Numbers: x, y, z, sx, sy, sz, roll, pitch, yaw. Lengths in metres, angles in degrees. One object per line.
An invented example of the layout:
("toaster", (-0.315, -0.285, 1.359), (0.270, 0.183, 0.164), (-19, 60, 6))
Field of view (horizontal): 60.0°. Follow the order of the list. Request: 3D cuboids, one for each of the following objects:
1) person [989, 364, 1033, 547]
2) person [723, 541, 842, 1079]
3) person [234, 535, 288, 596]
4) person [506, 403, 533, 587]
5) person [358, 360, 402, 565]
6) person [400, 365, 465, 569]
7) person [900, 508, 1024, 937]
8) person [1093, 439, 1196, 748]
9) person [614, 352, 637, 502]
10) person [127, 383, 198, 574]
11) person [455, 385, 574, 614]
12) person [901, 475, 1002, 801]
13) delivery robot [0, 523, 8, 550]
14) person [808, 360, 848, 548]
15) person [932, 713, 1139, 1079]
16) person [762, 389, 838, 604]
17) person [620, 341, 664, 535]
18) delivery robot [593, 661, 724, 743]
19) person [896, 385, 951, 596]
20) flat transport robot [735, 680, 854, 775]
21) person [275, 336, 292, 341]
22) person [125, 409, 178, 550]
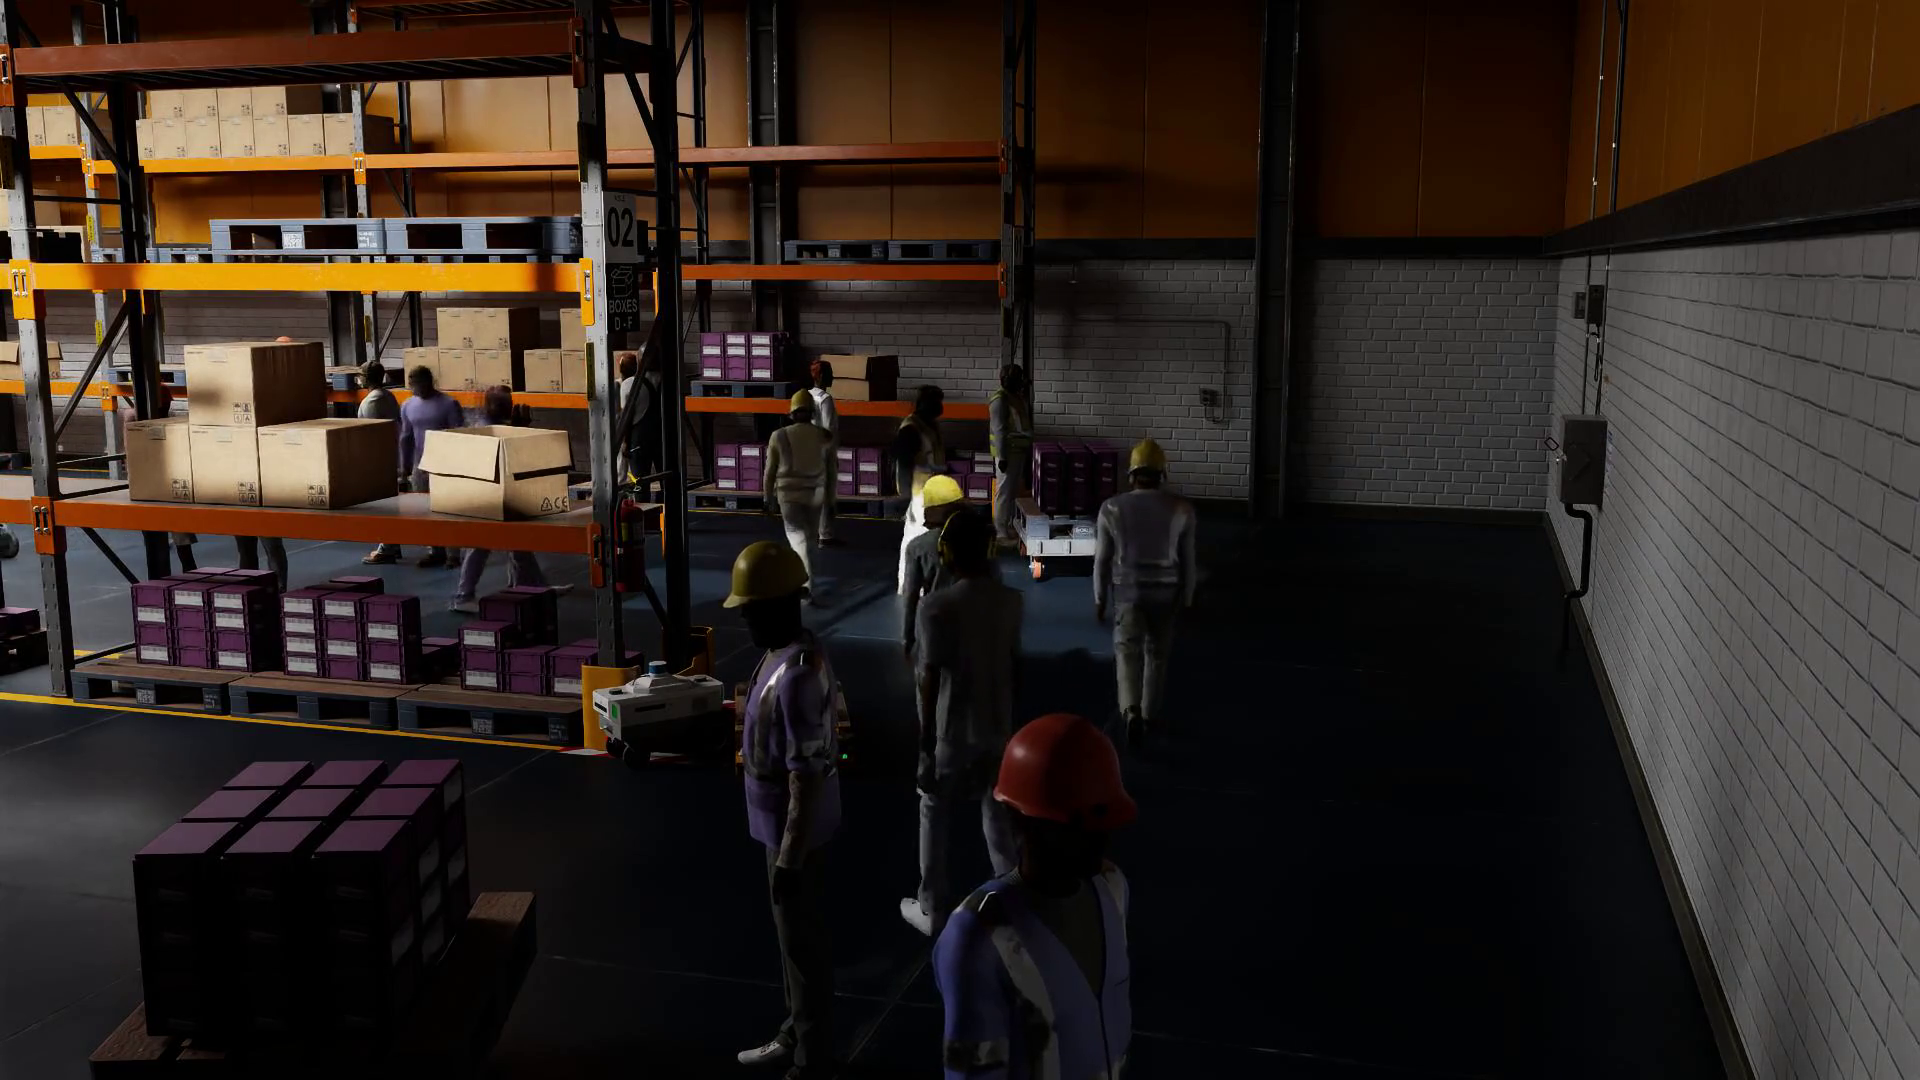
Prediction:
("person", (0.521, -0.858, 16.810), (0.429, 1.842, 0.633), (3, 10, 18))
("person", (-0.587, 0.948, 5.574), (0.375, 1.919, 0.584), (-2, 9, -11))
("person", (-5.642, -0.332, 13.311), (0.627, 1.940, 0.375), (2, 10, 12))
("person", (-3.821, -0.370, 14.453), (0.308, 1.639, 0.524), (-4, 10, -21))
("person", (-5.514, -0.736, 15.778), (0.373, 1.940, 0.628), (0, 9, -2))
("person", (-4.887, -0.672, 15.498), (0.672, 1.914, 0.403), (2, 10, 12))
("person", (-0.008, 0.782, 6.819), (0.565, 1.836, 0.818), (-5, 11, -29))
("person", (1.087, 0.311, 9.794), (0.599, 1.810, 0.779), (0, 9, 2))
("person", (-3.641, -1.113, 18.235), (0.340, 1.882, 0.584), (4, 10, 21))
("person", (-6.207, -0.278, 12.983), (0.552, 1.935, 0.360), (-1, 9, -3))
("person", (-3.675, -0.325, 13.512), (0.991, 1.851, 0.676), (-2, 10, -14))
("person", (-0.030, 0.520, 8.796), (0.554, 1.726, 0.377), (0, 9, 0))
("delivery robot", (-9.486, -0.115, 15.908), (0.707, 0.478, 0.477), (4, 10, 21))
("person", (-1.381, -0.859, 16.699), (0.355, 1.882, 0.574), (-6, 11, -33))
("person", (0.197, 1.293, 3.407), (0.359, 1.936, 0.552), (7, 12, 38))
("person", (-1.345, -0.374, 14.038), (0.598, 1.786, 0.931), (-3, 10, -19))
("person", (-3.276, -1.083, 17.576), (0.689, 2.000, 0.538), (-5, 11, -28))
("delivery robot", (-1.722, 0.936, 9.507), (0.707, 0.478, 0.477), (-6, 11, -33))
("person", (-0.217, -0.401, 14.098), (0.762, 1.813, 0.625), (3, 10, 16))
("flat transport robot", (-0.994, 1.076, 9.797), (0.652, 0.197, 1.431), (-1, 9, -7))
("person", (-7.964, -1.413, 19.740), (0.612, 1.991, 0.392), (-4, 10, -24))
("person", (-7.926, -0.743, 16.513), (0.875, 1.708, 0.593), (5, 11, 30))
